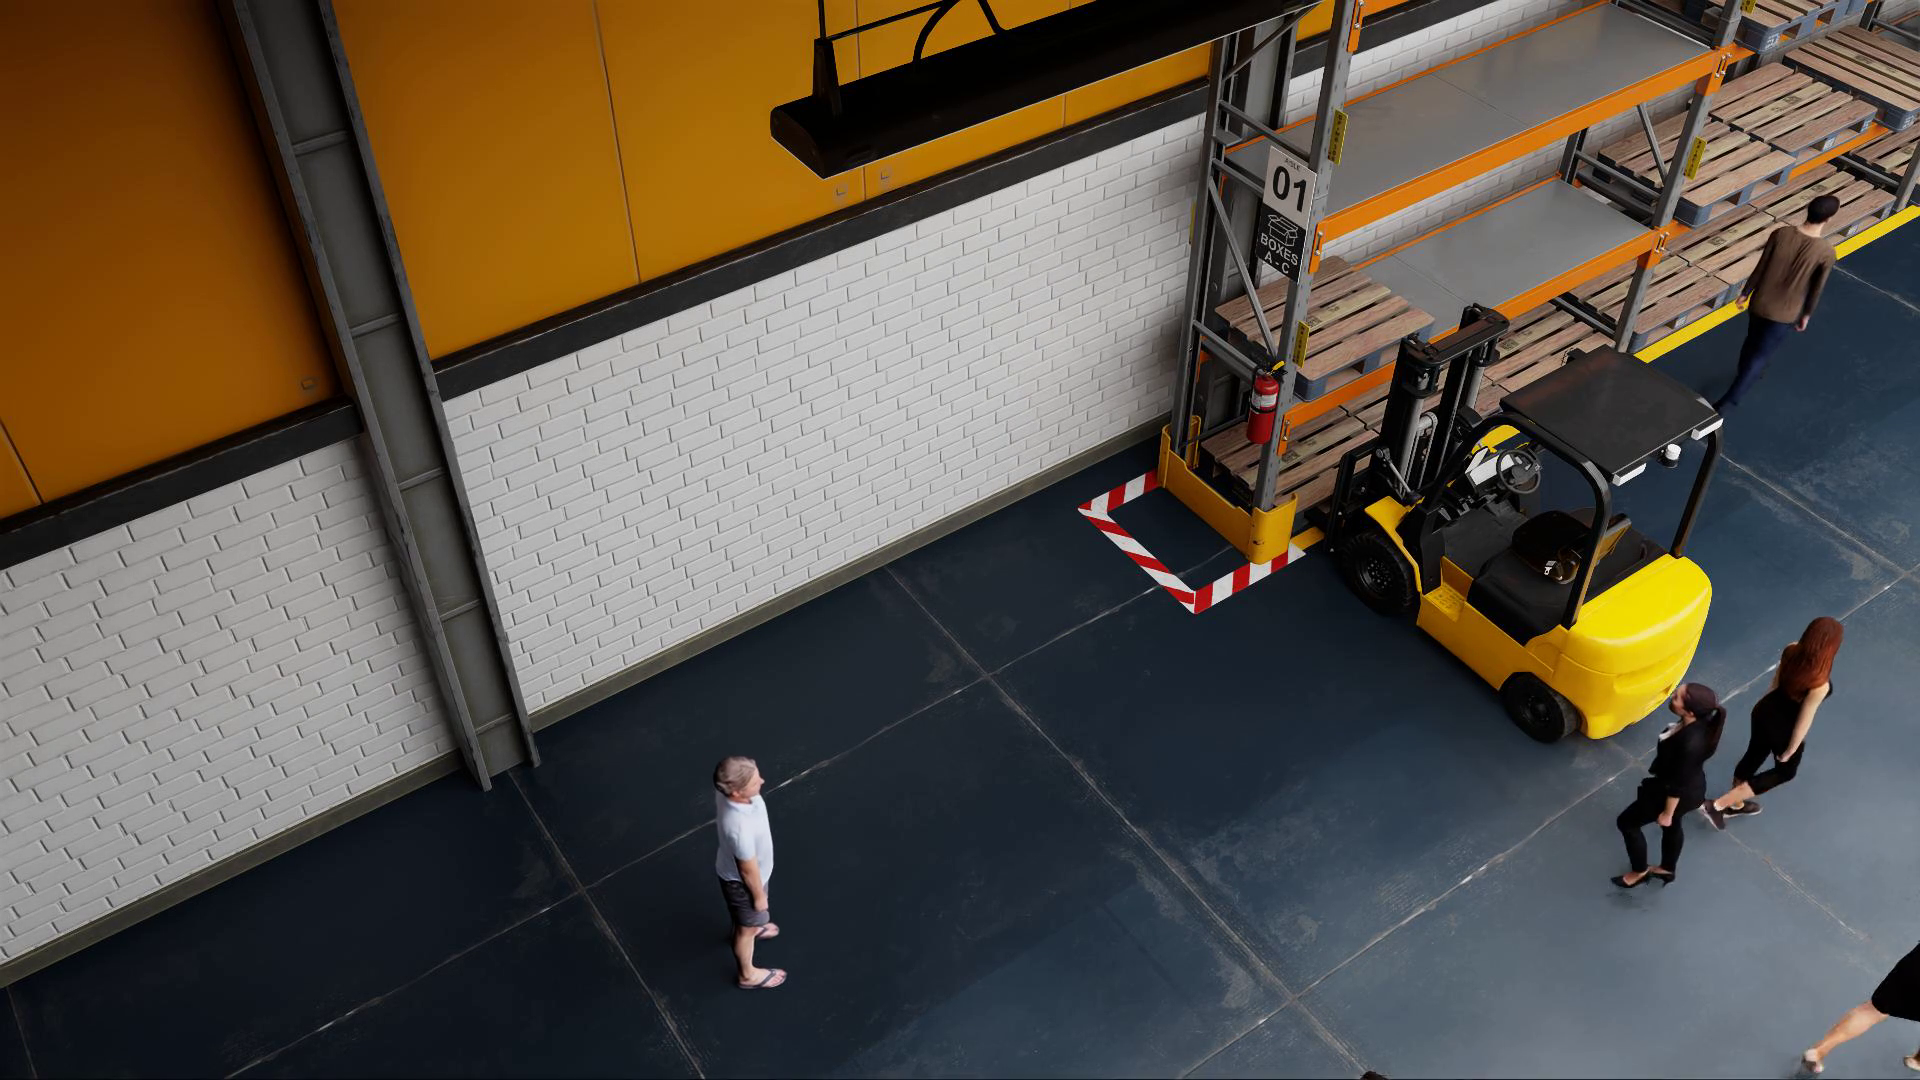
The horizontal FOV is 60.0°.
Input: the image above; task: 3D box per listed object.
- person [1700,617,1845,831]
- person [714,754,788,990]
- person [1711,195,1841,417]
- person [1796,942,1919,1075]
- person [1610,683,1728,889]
[{"bbox_3d":[4.741,1.103,9.821,0.854,1.713,0.739,-6,44,-6],"label":"person"},{"bbox_3d":[-1.184,1.769,9.038,0.703,1.829,0.721,-6,44,-7],"label":"person"},{"bbox_3d":[6.175,-1.739,12.711,1.189,1.842,0.780,-34,53,-30],"label":"person"},{"bbox_3d":[4.901,2.308,8.555,1.169,1.715,0.911,-7,44,-8],"label":"person"},{"bbox_3d":[4.111,1.470,9.492,0.788,1.635,0.720,24,49,23],"label":"person"}]
